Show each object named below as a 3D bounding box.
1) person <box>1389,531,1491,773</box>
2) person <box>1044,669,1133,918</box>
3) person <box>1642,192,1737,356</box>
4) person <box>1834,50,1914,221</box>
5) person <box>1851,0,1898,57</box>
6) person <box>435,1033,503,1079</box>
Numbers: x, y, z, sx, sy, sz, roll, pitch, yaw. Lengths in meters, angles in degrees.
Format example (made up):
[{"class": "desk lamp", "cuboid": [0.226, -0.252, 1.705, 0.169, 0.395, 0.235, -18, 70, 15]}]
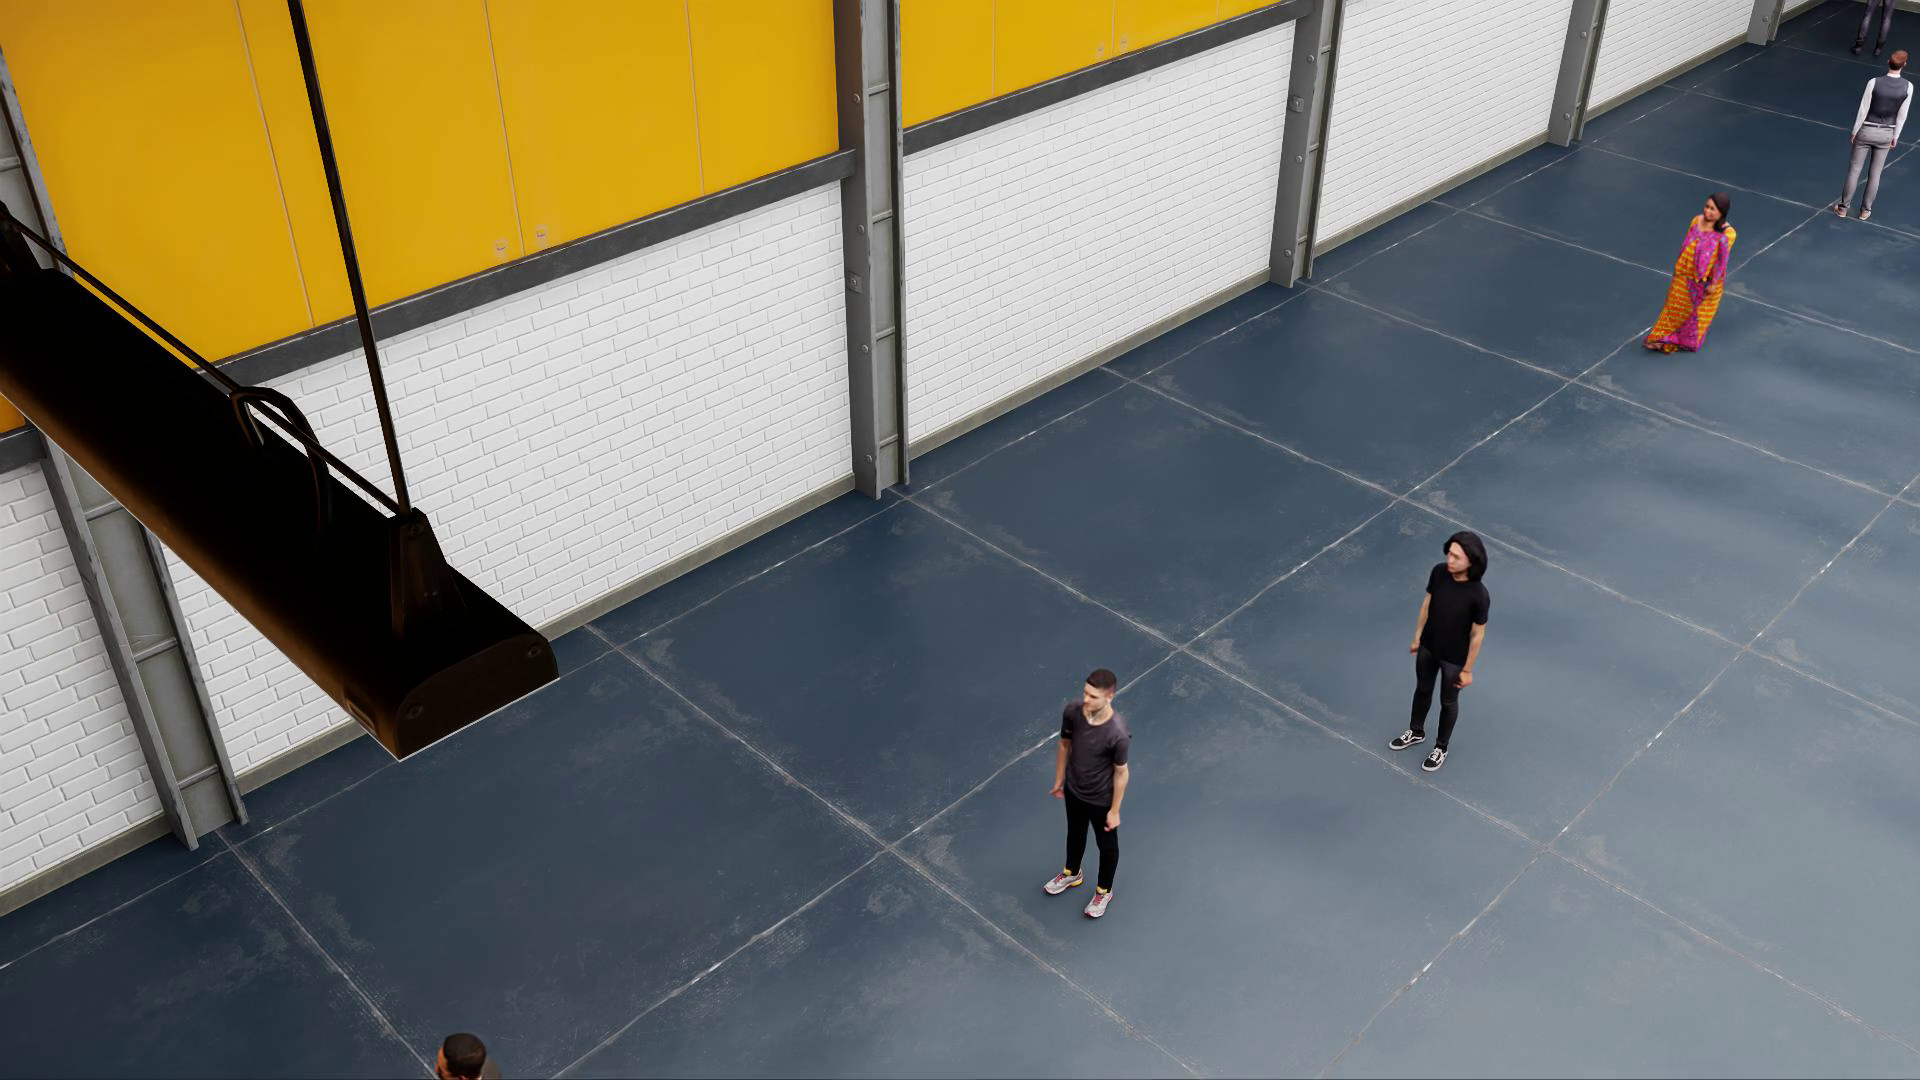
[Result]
[{"class": "person", "cuboid": [3.227, 0.701, 11.006, 0.586, 1.836, 0.667, -21, 39, -28]}, {"class": "person", "cuboid": [0.795, 1.480, 9.899, 0.640, 1.764, 0.550, 27, 42, 34]}, {"class": "person", "cuboid": [7.227, -2.612, 16.134, 1.025, 1.677, 0.766, -21, 39, -28]}, {"class": "person", "cuboid": [10.413, -4.613, 18.908, 0.733, 1.938, 0.709, 13, 36, 18]}, {"class": "person", "cuboid": [13.364, -7.954, 24.031, 0.755, 1.832, 0.748, 10, 35, 14]}, {"class": "person", "cuboid": [-2.168, 2.918, 7.701, 0.711, 1.804, 0.757, -11, 35, -16]}]
